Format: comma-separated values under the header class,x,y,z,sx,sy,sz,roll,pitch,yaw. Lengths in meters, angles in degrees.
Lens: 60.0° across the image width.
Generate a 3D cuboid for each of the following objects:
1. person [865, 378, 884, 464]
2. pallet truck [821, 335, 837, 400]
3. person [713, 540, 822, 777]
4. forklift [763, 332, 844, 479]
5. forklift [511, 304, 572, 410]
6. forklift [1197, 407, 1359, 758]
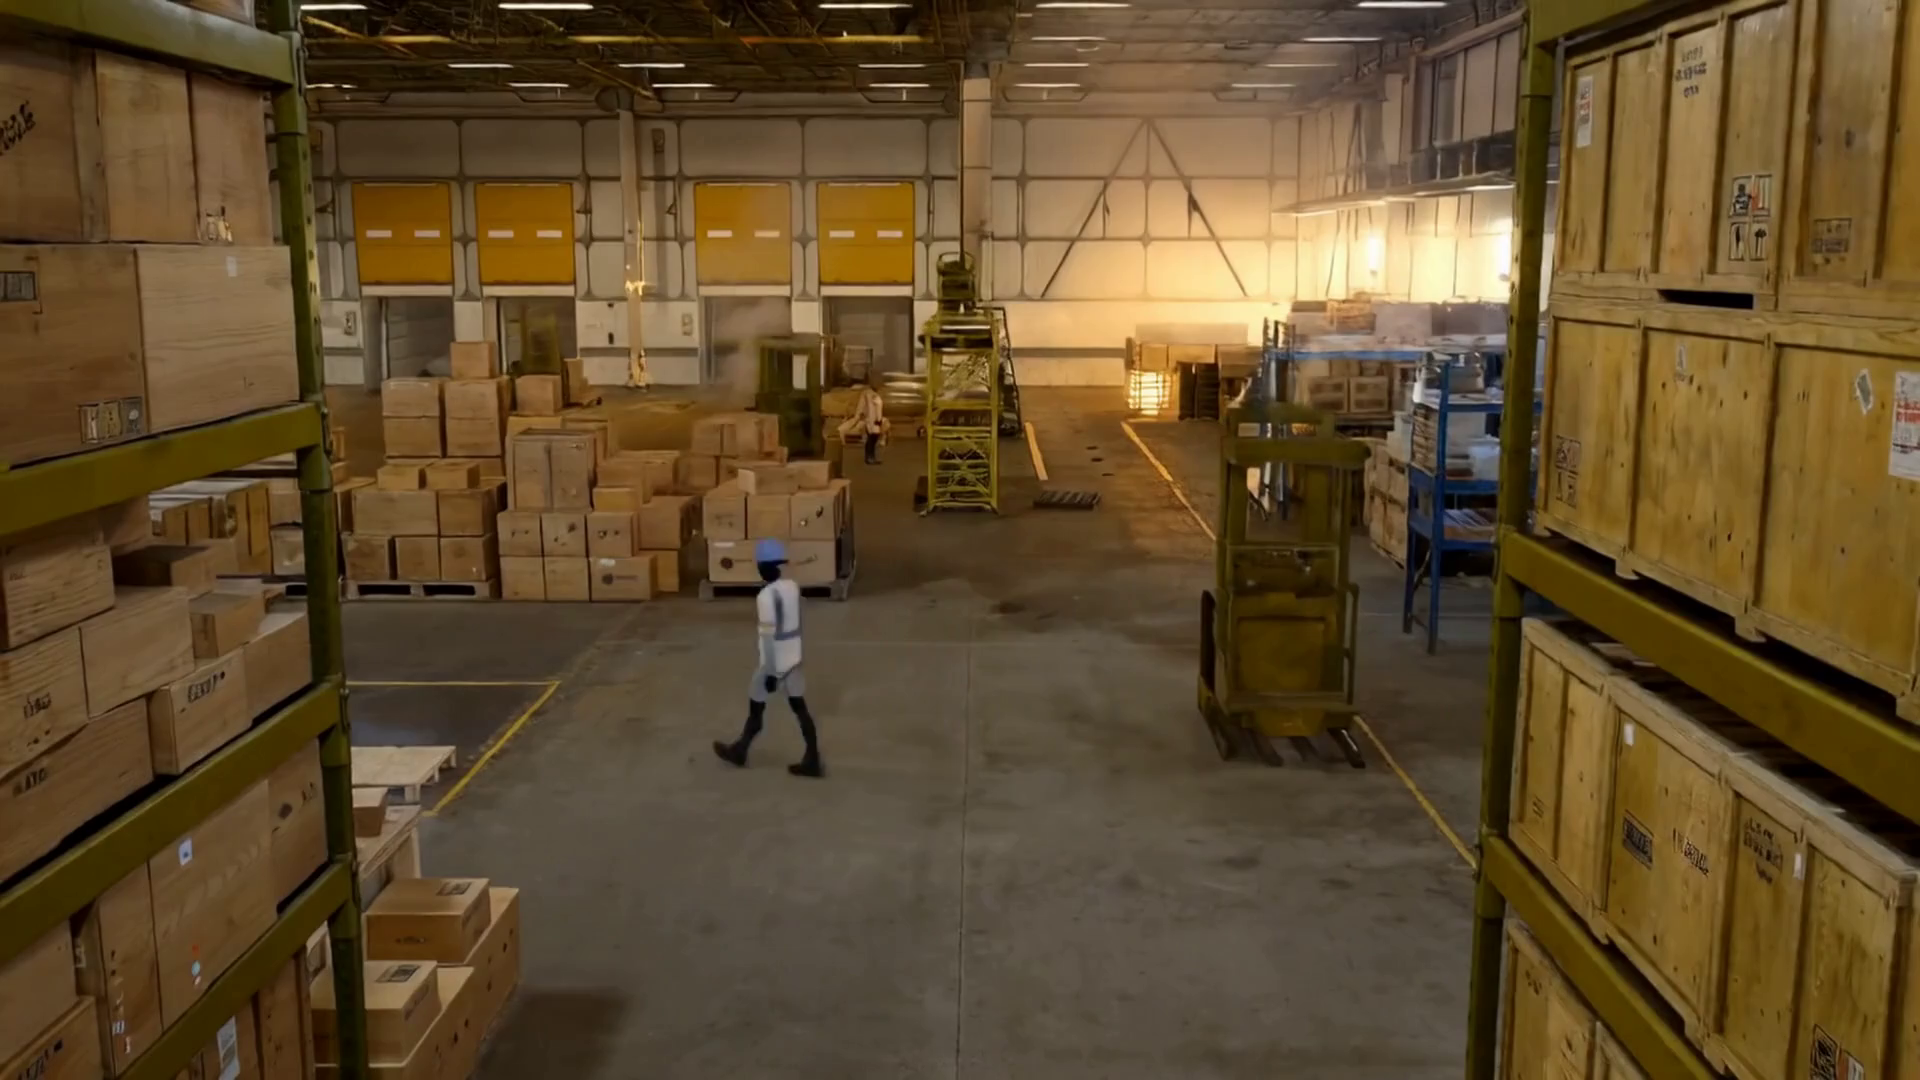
class,x,y,z,sx,sy,sz,roll,pitch,yaw
person,-1.689,-2.347,32.682,0.321,1.689,0.530,-4,11,-24
pallet truck,-3.021,-4.312,43.126,1.885,1.965,0.823,3,10,17
person,-1.497,0.929,13.214,0.998,1.879,0.573,5,11,27
forklift,-2.714,-2.017,27.341,1.129,2.768,1.873,3,10,17
forklift,-10.724,-4.629,42.411,1.129,2.768,1.873,0,10,1
forklift,2.693,0.259,14.208,1.129,2.768,1.873,0,10,1
